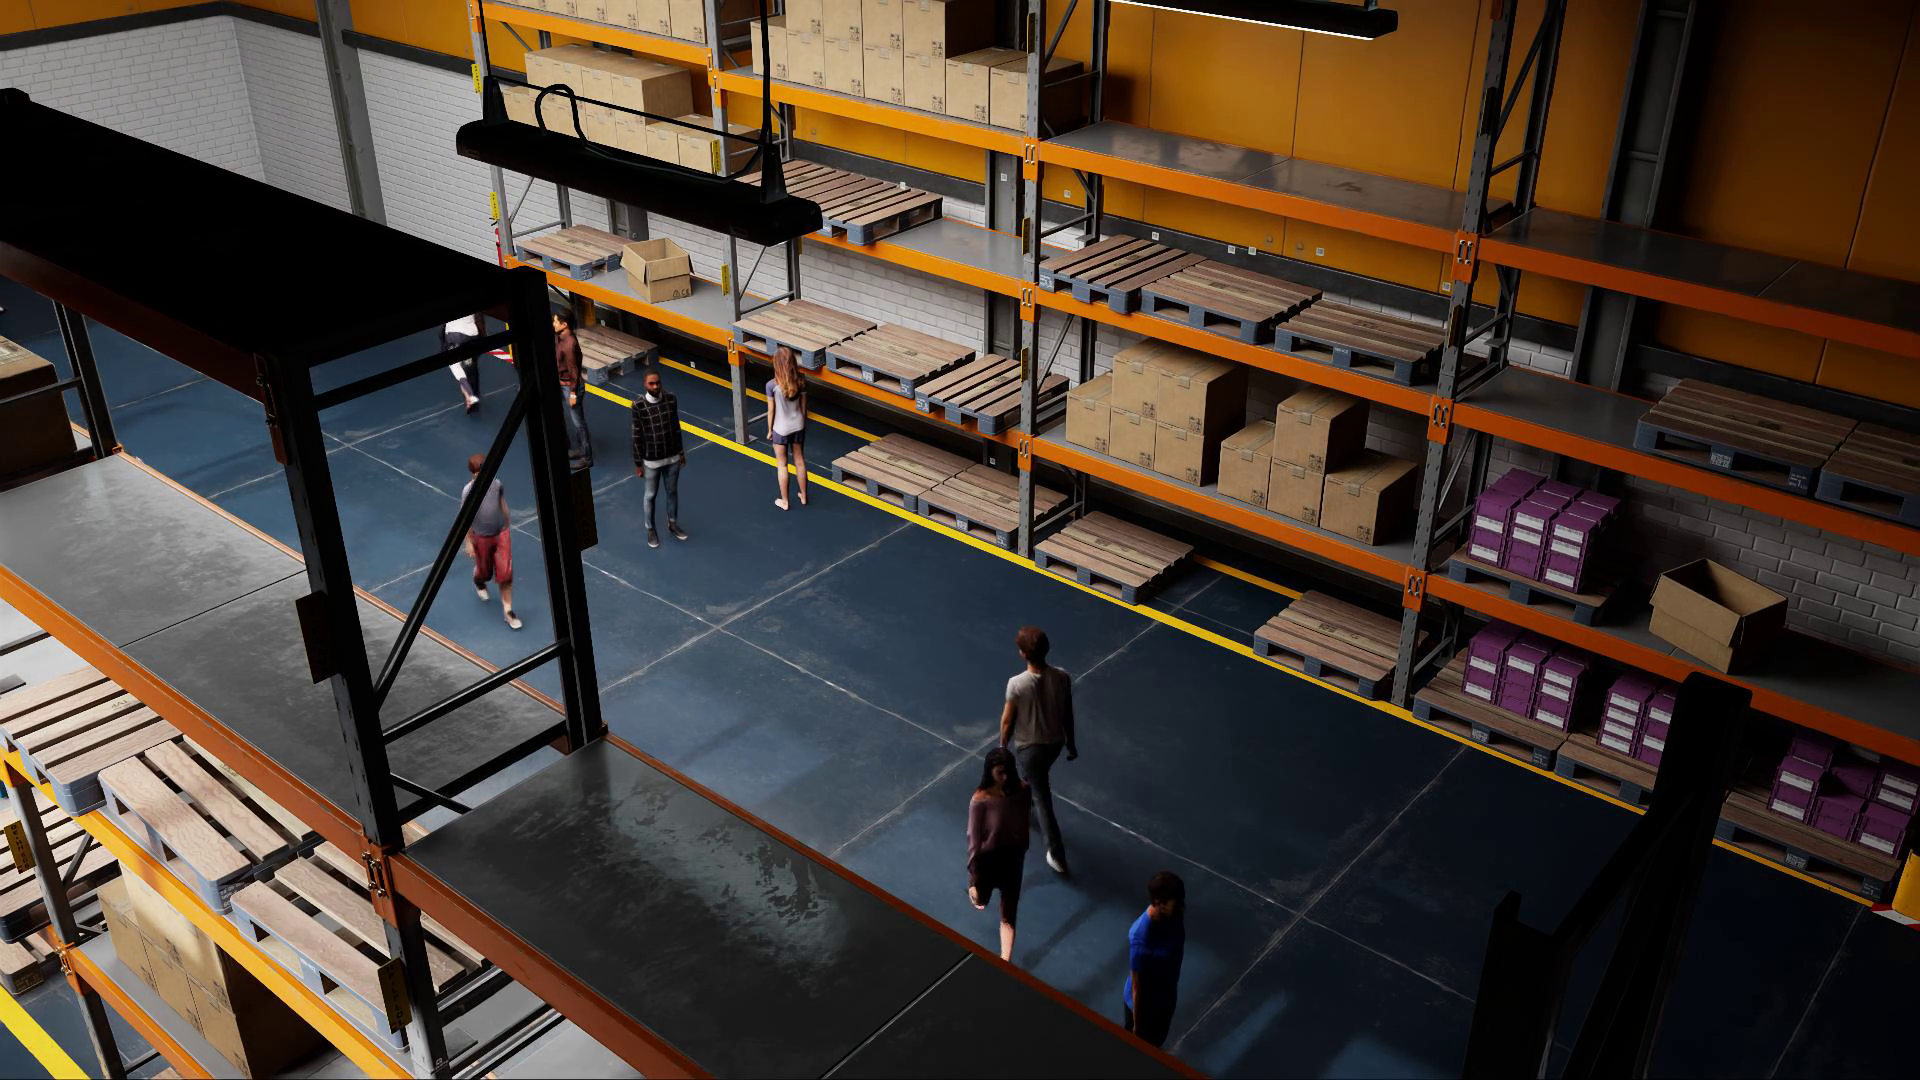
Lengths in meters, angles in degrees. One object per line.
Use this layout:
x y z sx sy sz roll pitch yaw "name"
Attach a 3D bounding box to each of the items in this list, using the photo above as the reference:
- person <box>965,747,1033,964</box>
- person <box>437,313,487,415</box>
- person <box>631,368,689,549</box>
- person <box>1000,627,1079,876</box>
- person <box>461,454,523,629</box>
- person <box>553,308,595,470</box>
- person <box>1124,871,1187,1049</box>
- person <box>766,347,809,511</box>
0.210 2.066 10.889 0.980 1.783 1.163 -8 30 -15 "person"
-5.598 -2.274 18.747 0.858 1.877 0.983 -16 33 -27 "person"
-2.924 -0.832 16.163 0.728 1.819 0.648 -17 33 -29 "person"
0.597 1.534 11.808 1.052 1.837 1.328 -11 30 -19 "person"
-4.250 -0.046 14.923 0.772 1.627 1.102 -19 34 -30 "person"
-4.106 -1.621 17.649 0.785 1.781 0.649 -10 30 -17 "person"
1.110 2.666 9.703 0.571 1.866 0.628 18 33 30 "person"
-1.731 -1.129 16.798 0.665 1.732 0.653 -16 32 -26 "person"
